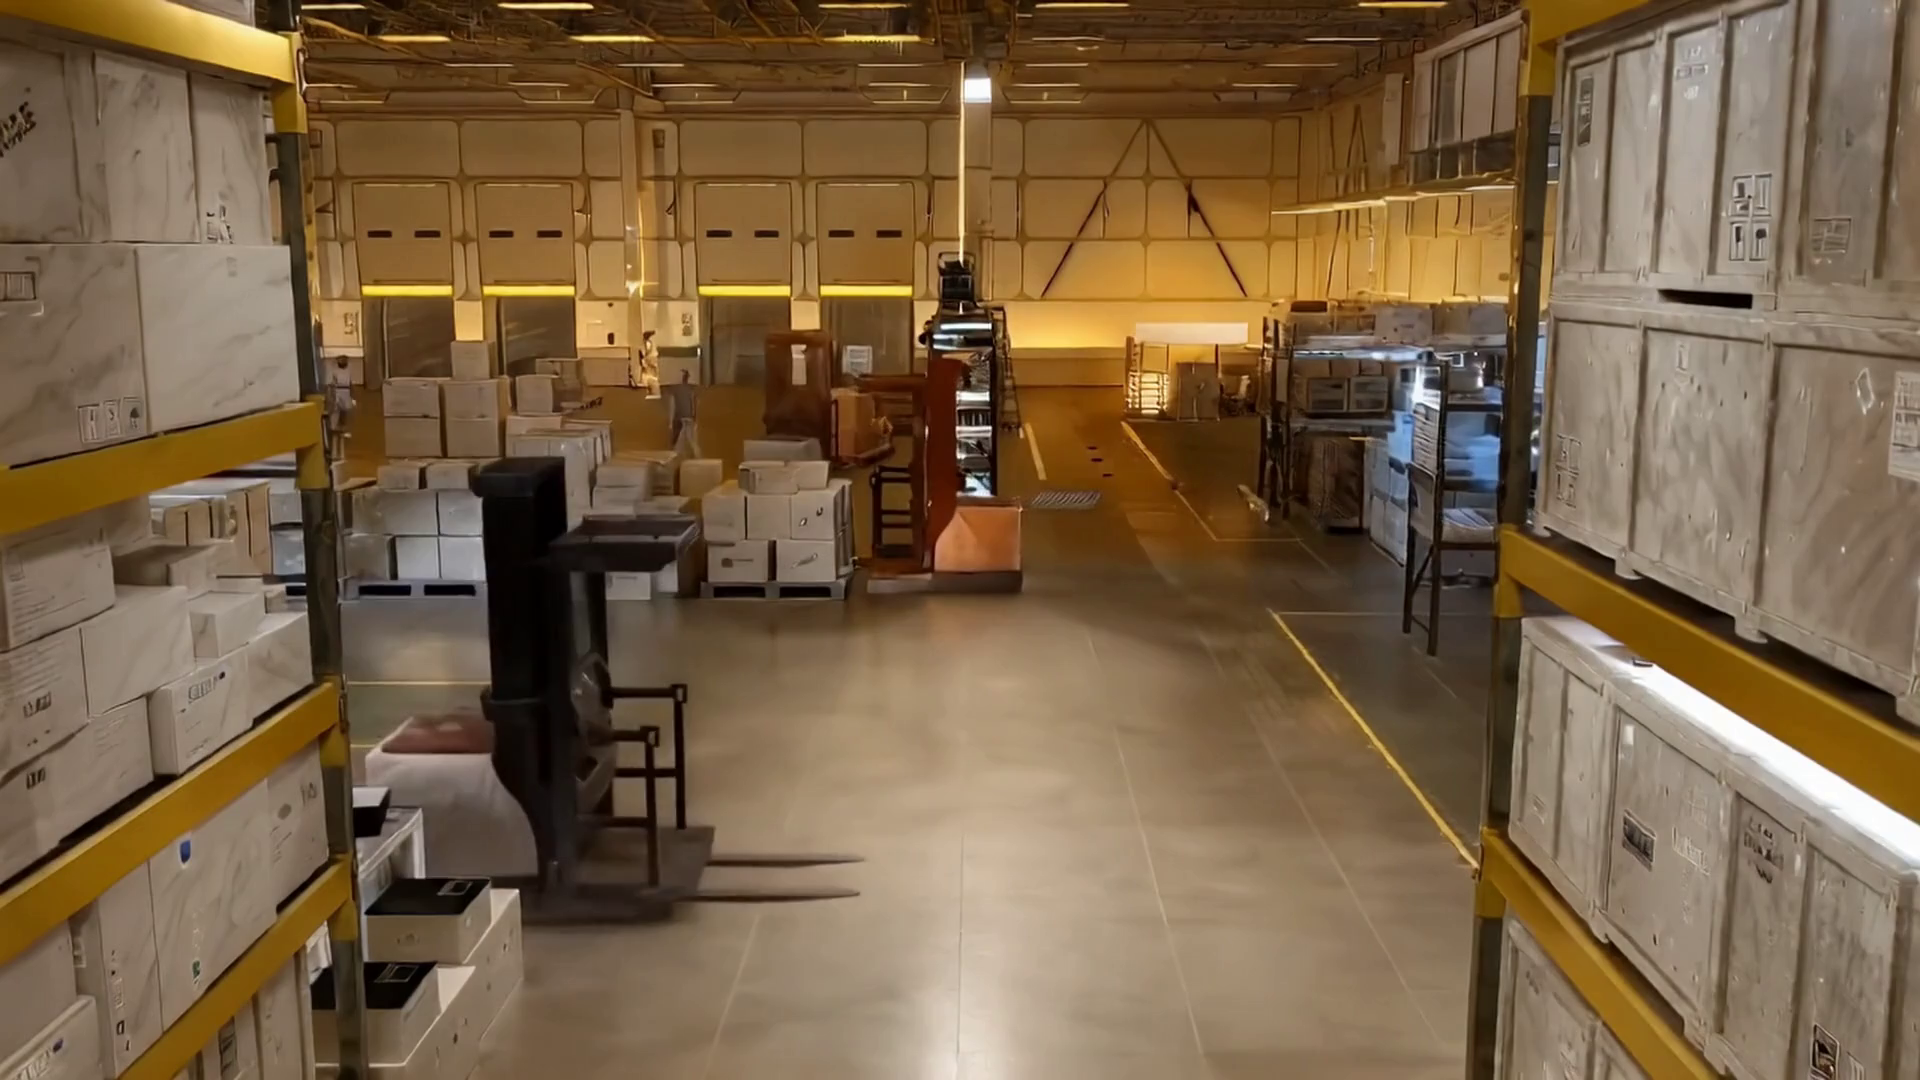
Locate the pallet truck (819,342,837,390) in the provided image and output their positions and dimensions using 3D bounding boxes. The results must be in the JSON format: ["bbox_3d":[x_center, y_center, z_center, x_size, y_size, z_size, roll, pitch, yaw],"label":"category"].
[{"bbox_3d":[-3.021,-4.312,43.126,1.885,1.965,0.823,3,10,17],"label":"pallet truck"}]

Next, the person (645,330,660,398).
[{"bbox_3d":[-8.761,-4.991,47.248,0.388,1.930,0.544,-8,13,-39],"label":"person"}]

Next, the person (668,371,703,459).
[{"bbox_3d":[-5.314,-2.318,32.027,0.640,1.855,1.082,2,10,12],"label":"person"}]

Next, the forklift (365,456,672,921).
[{"bbox_3d":[-2.725,0.893,10.549,1.873,2.768,1.129,0,10,0],"label":"forklift"}]

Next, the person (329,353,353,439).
[{"bbox_3d":[-13.819,-3.215,37.064,0.708,1.907,0.576,7,12,37],"label":"person"}]

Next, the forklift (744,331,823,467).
[{"bbox_3d":[-2.803,-2.080,27.700,1.129,2.768,1.873,3,10,15],"label":"forklift"}]

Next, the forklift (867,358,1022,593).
[{"bbox_3d":[-0.179,-0.808,20.365,1.873,2.768,1.129,0,10,1],"label":"forklift"}]
